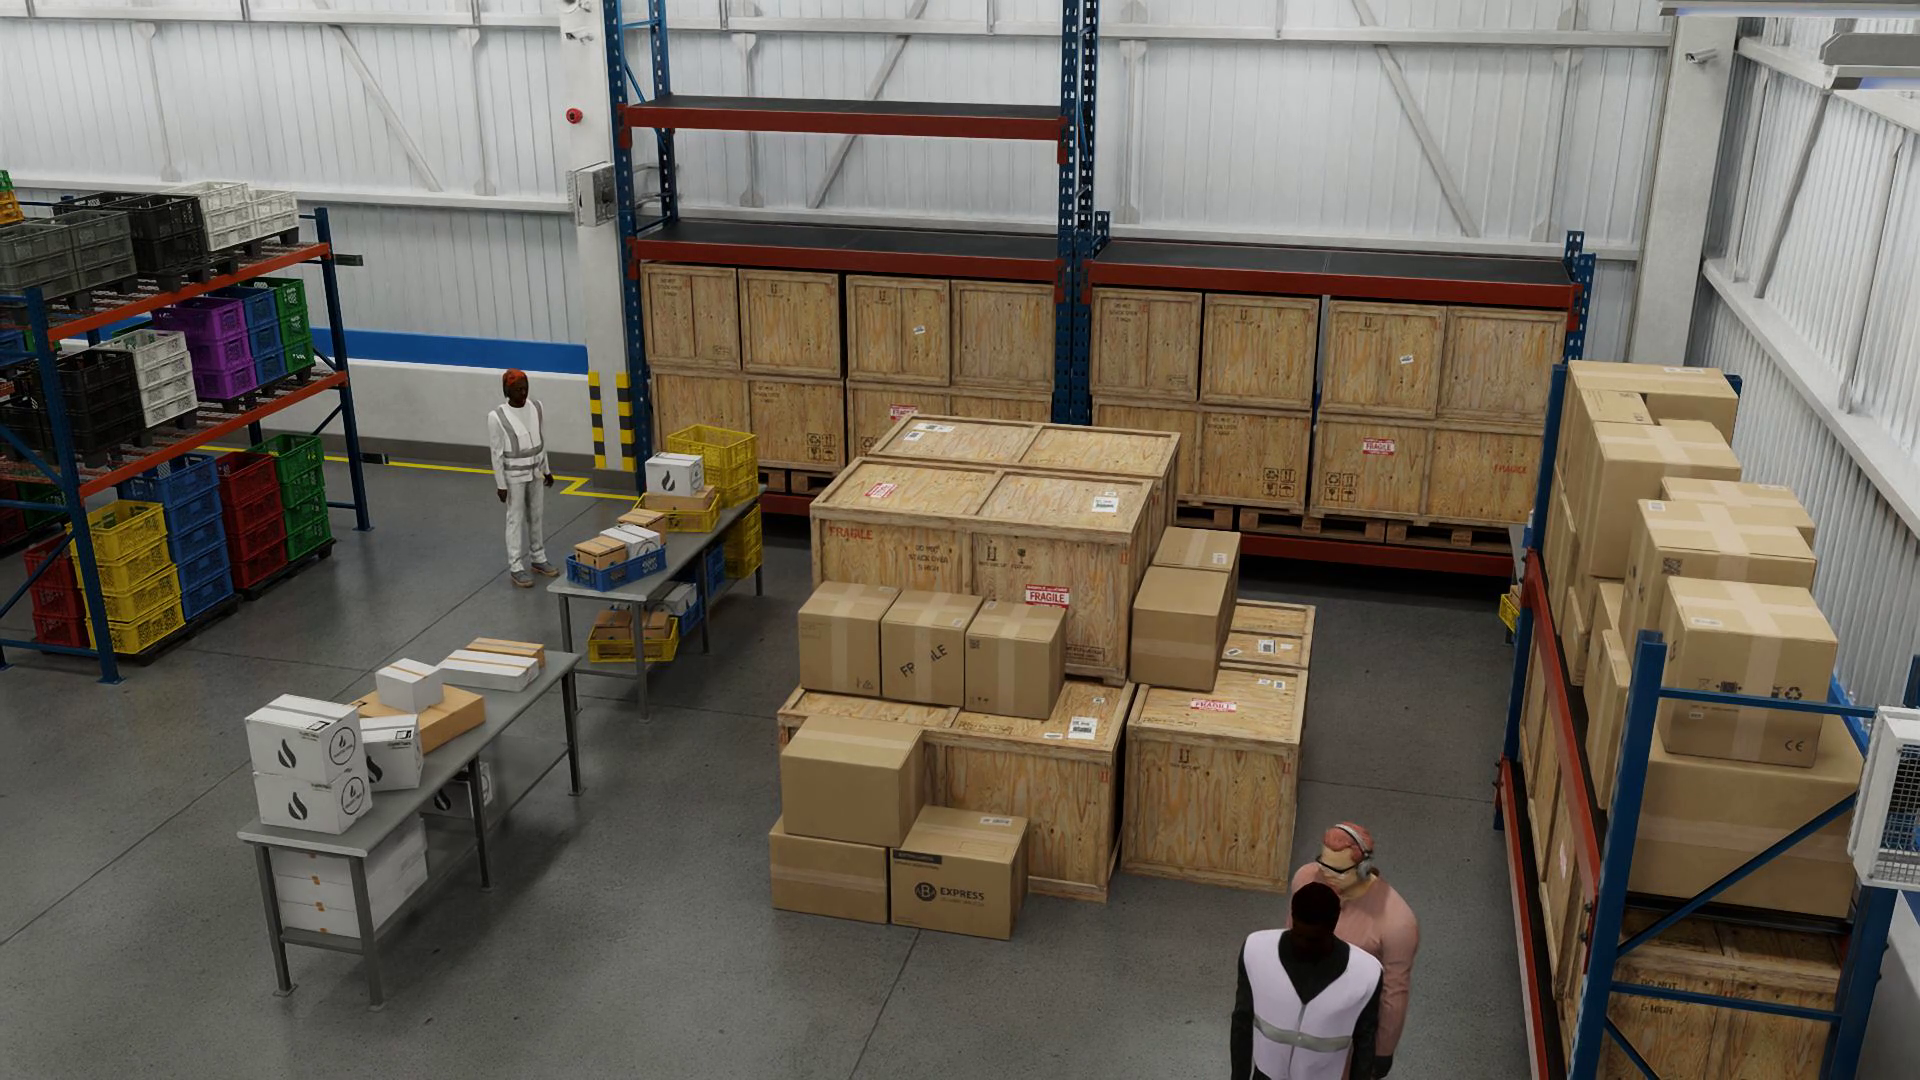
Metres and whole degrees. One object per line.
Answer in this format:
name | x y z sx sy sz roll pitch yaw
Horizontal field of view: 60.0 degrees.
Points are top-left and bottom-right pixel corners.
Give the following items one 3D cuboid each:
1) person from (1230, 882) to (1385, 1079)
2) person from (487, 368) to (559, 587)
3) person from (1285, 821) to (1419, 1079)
person | 1.410 2.225 6.906 0.587 1.913 0.397 6 22 15
person | -3.722 -0.547 14.194 0.342 1.882 0.587 14 25 32
person | 1.650 2.083 7.305 0.400 1.896 0.648 -17 27 -37
